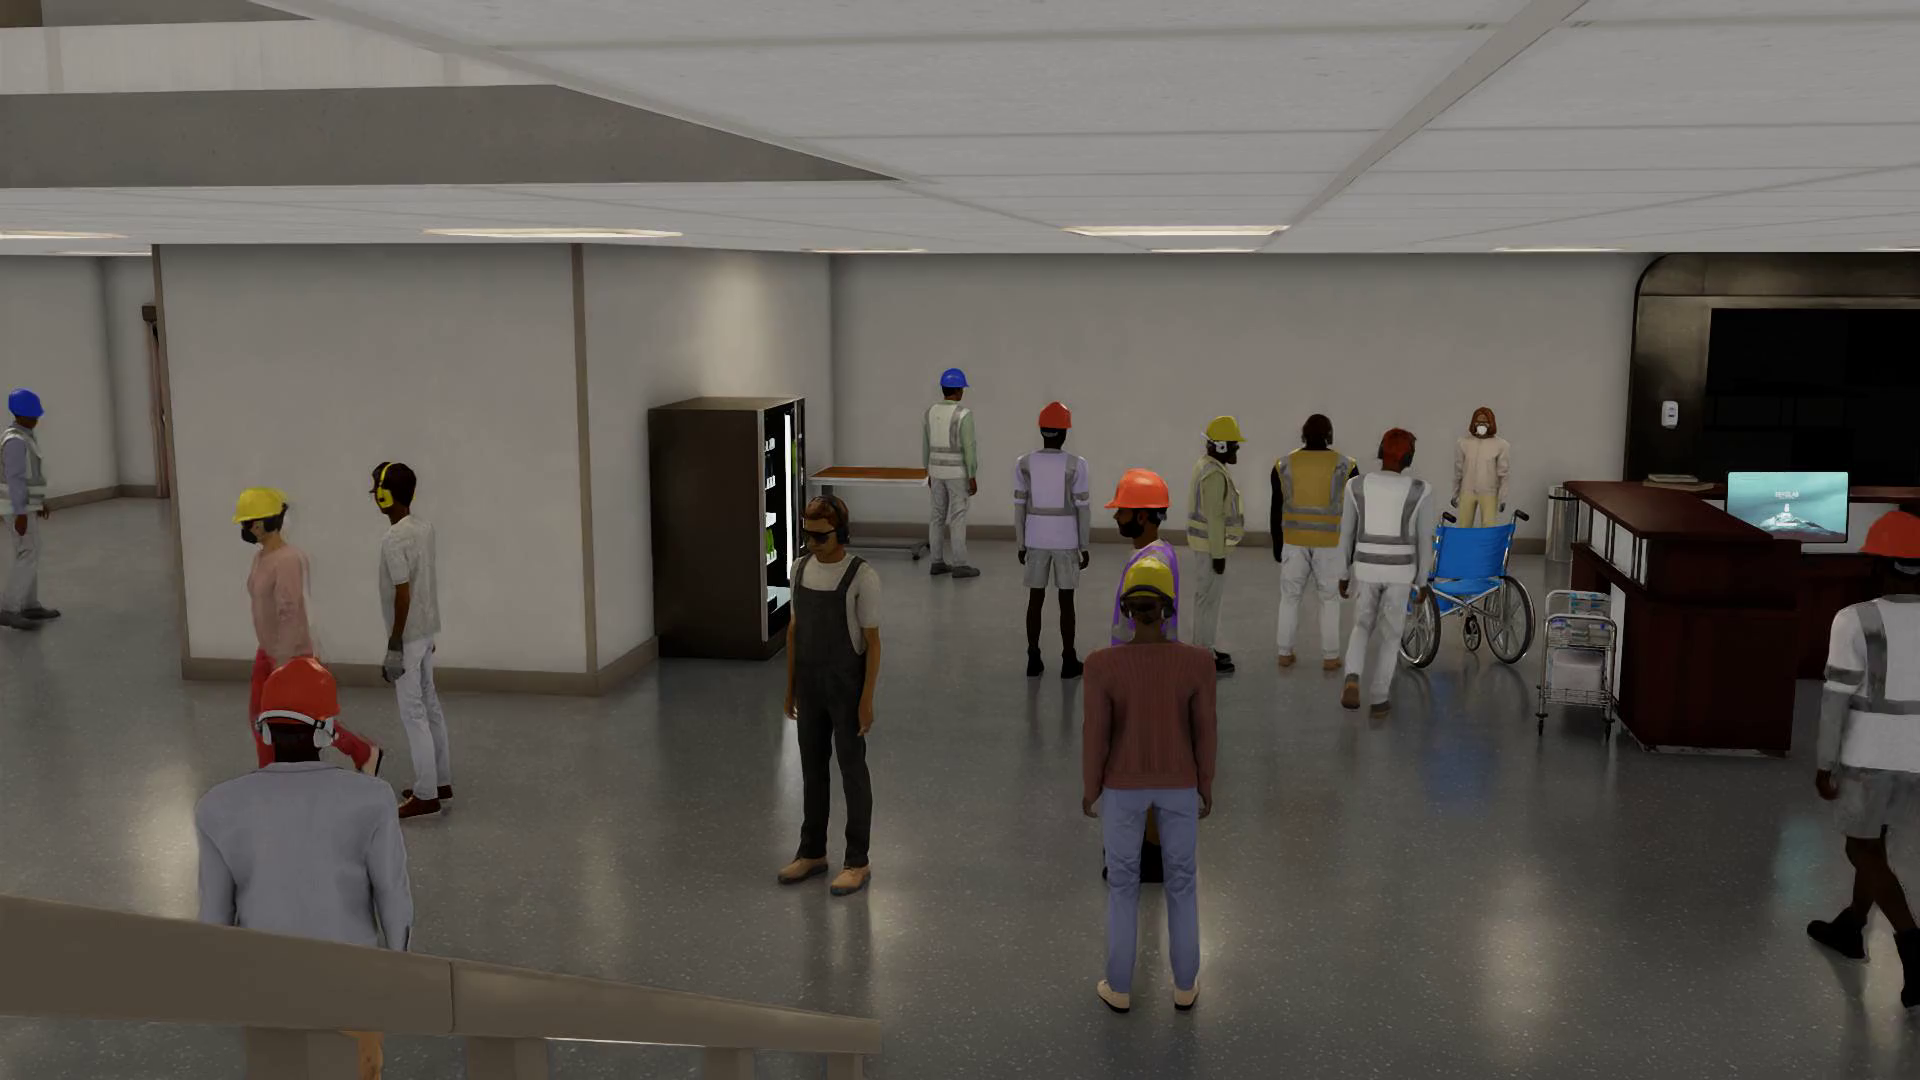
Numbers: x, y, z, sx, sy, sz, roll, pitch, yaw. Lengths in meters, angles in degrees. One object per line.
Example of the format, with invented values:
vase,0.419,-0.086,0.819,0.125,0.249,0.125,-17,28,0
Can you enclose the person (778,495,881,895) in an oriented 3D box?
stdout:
person,-0.598,0.700,7.637,0.505,1.841,0.346,6,11,31

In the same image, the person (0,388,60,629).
person,-7.521,-0.259,13.330,0.464,1.924,0.796,-4,10,-26

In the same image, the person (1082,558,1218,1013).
person,0.722,0.945,6.392,0.522,1.761,0.327,0,9,-1

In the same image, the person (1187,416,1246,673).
person,1.821,0.027,11.859,0.403,1.824,0.598,1,9,3

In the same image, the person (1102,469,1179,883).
person,0.840,0.633,7.758,0.357,1.938,0.543,1,9,8

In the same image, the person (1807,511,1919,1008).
person,3.700,0.846,6.566,0.548,1.909,0.880,-1,9,-6

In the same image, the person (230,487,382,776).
person,-3.479,0.570,8.739,0.695,1.740,0.523,-9,13,-43

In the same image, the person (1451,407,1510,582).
person,4.705,-0.393,15.062,0.504,1.627,0.285,6,11,31

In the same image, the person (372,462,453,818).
person,-2.877,0.520,8.675,0.315,1.865,0.526,0,9,3

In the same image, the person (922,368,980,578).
person,-0.079,-0.619,15.440,0.614,1.946,0.389,8,12,41

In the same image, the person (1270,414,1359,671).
person,2.538,0.014,11.916,0.627,1.834,0.431,4,10,21

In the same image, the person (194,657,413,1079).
person,-1.870,1.203,4.806,0.573,1.749,0.343,-2,9,-11

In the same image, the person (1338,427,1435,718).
person,2.673,0.225,10.512,0.584,1.870,0.494,4,10,26

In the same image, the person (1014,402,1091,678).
person,0.650,0.004,11.633,0.545,1.938,0.360,3,10,16
